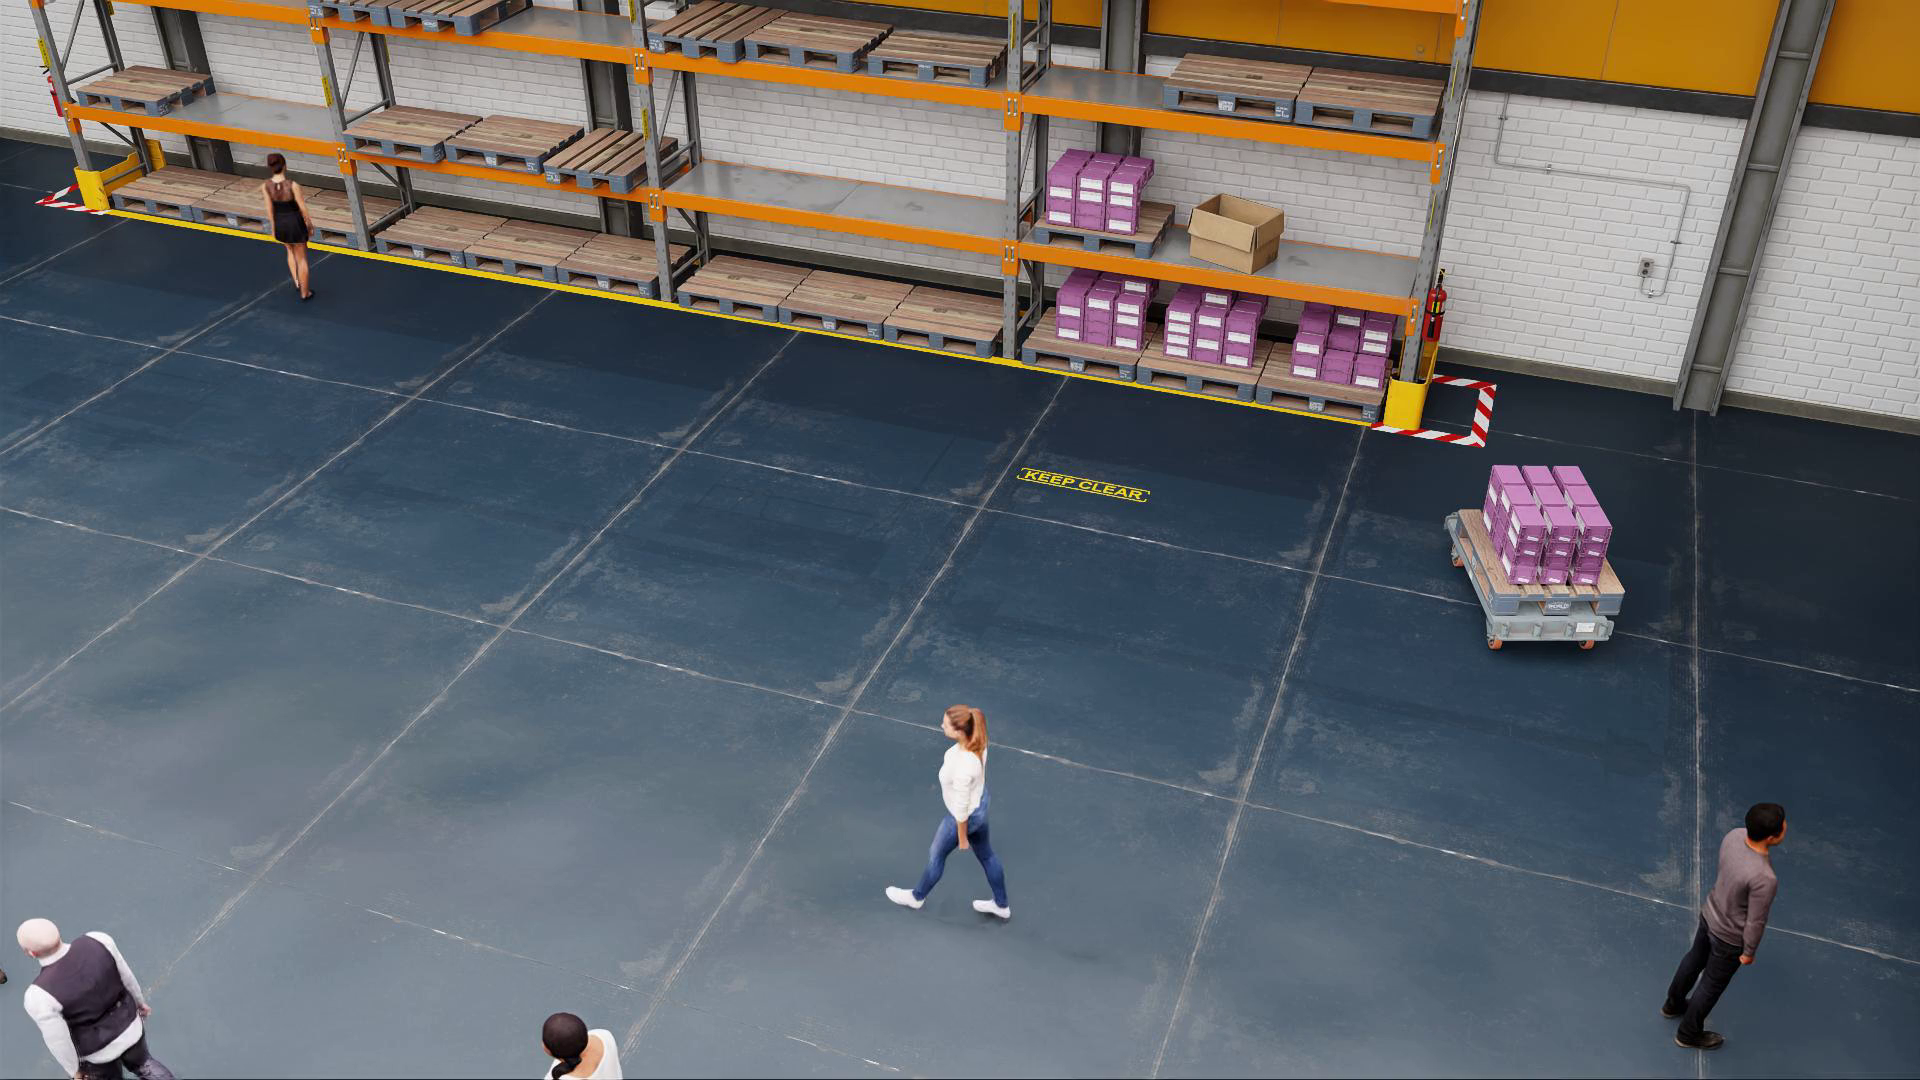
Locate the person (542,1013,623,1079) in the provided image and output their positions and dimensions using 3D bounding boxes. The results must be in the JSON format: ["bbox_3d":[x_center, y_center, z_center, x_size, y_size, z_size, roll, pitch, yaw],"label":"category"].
[{"bbox_3d":[-1.887,2.995,8.408,0.637,1.686,0.671,8,34,11],"label":"person"}]

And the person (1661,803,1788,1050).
[{"bbox_3d":[4.387,2.195,9.541,0.661,1.765,0.705,3,34,4],"label":"person"}]

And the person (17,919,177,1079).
[{"bbox_3d":[-4.465,2.668,8.795,0.797,1.802,0.700,14,36,20],"label":"person"}]

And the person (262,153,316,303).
[{"bbox_3d":[-7.266,-3.345,17.966,0.678,1.665,0.746,1,34,1],"label":"person"}]

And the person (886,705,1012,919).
[{"bbox_3d":[0.128,1.724,10.321,1.020,1.686,0.649,11,35,16],"label":"person"}]
